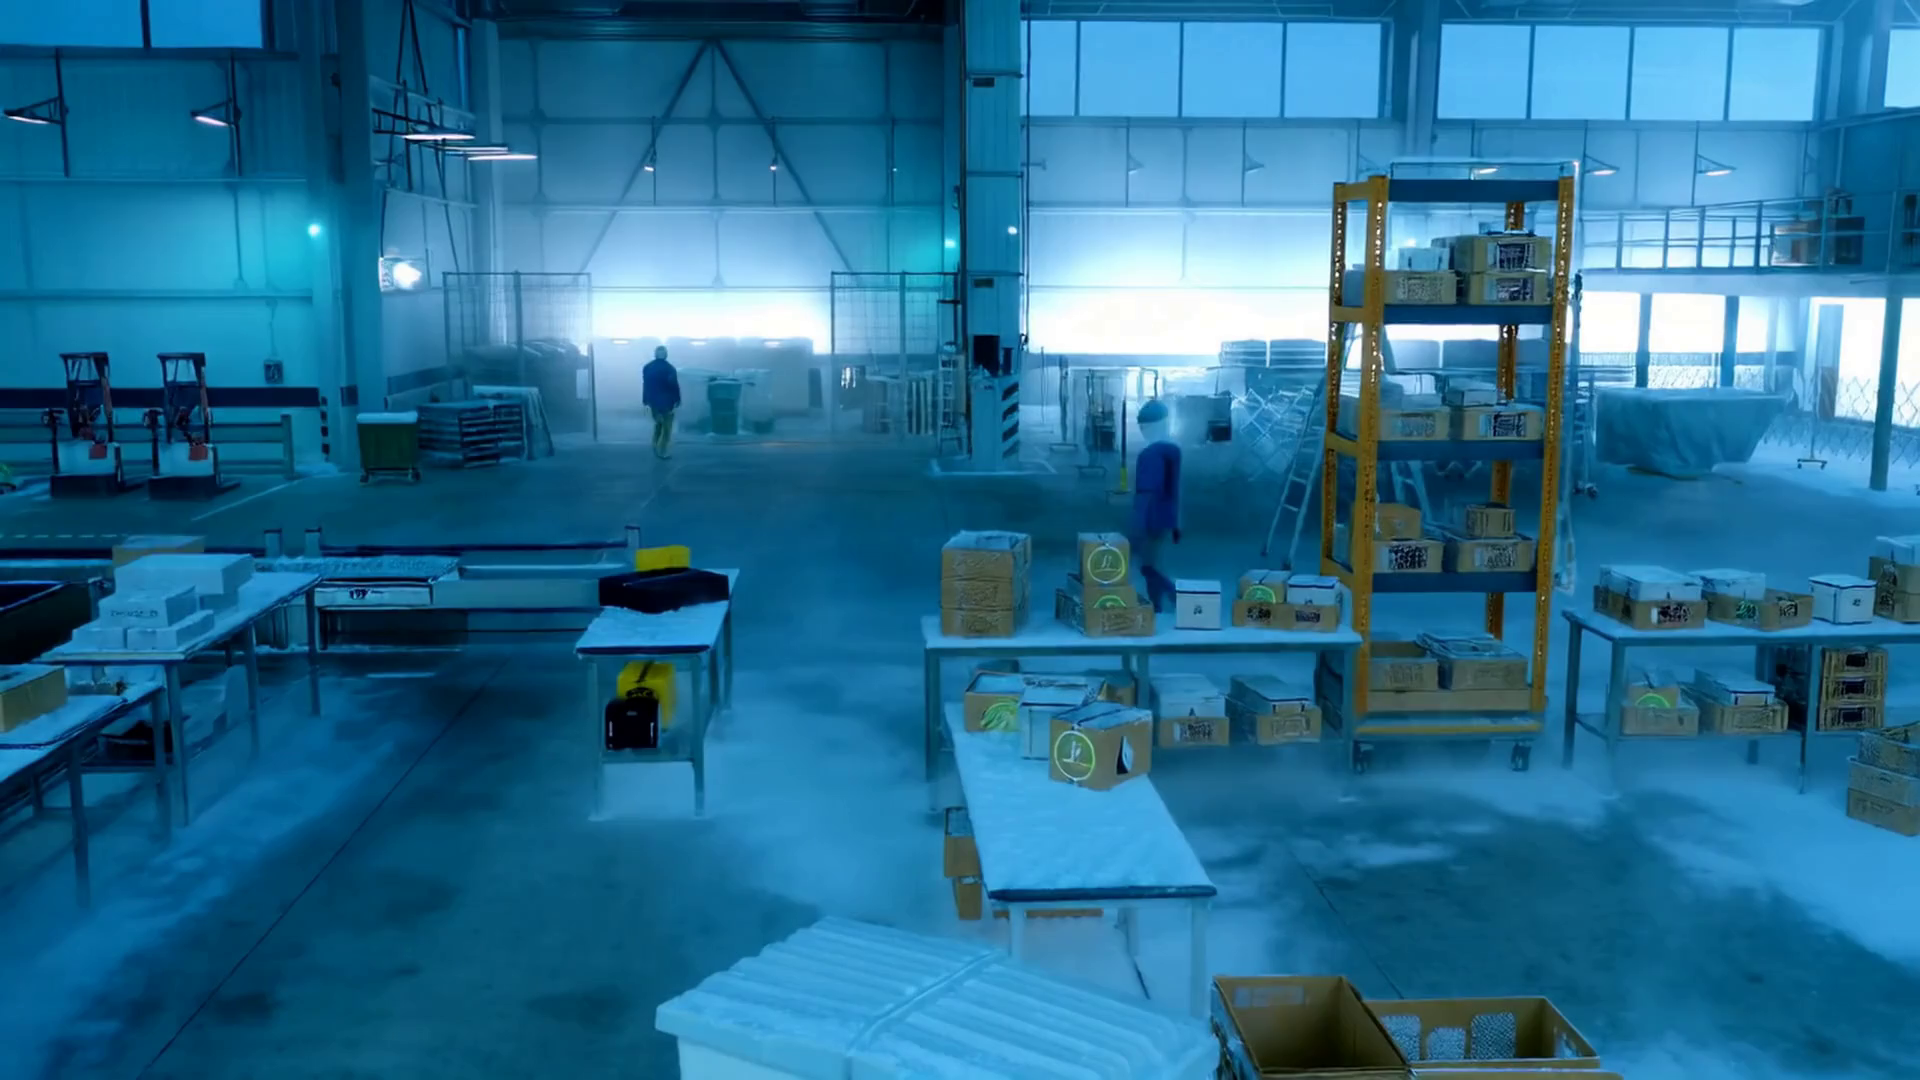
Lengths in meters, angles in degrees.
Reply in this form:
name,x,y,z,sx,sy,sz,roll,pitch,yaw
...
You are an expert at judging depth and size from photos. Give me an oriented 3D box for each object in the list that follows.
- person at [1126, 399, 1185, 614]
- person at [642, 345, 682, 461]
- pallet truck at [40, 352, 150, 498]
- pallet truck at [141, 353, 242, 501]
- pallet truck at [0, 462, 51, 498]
name,x,y,z,sx,sy,sz,roll,pitch,yaw
person,1.604,-0.144,13.676,0.464,2.028,0.610,5,10,29
person,-4.852,-2.234,27.218,0.665,1.887,0.446,4,10,23
pallet truck,-11.907,-1.642,23.165,0.823,1.965,1.885,0,9,0
pallet truck,-10.520,-1.604,22.925,0.823,1.965,1.885,-1,9,-6
pallet truck,-13.193,-1.293,23.148,0.653,1.274,1.630,-1,9,-4
